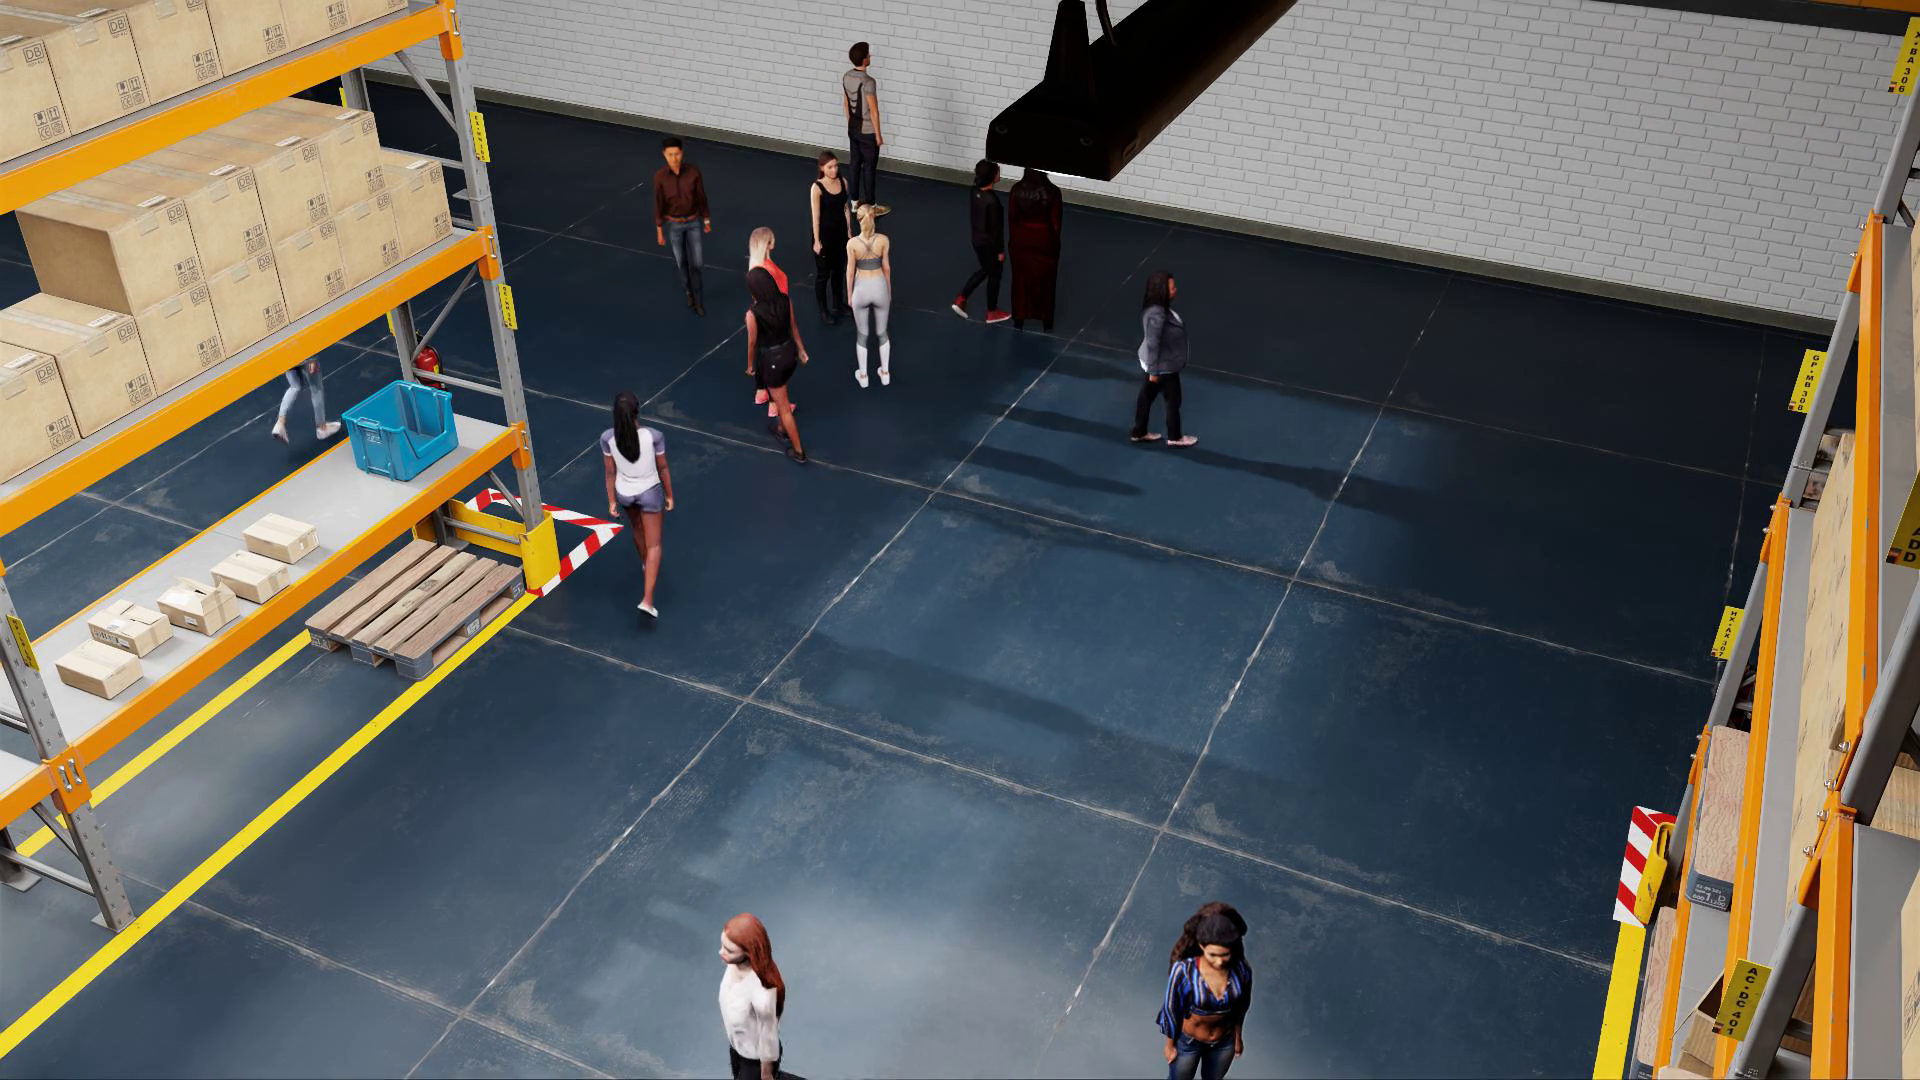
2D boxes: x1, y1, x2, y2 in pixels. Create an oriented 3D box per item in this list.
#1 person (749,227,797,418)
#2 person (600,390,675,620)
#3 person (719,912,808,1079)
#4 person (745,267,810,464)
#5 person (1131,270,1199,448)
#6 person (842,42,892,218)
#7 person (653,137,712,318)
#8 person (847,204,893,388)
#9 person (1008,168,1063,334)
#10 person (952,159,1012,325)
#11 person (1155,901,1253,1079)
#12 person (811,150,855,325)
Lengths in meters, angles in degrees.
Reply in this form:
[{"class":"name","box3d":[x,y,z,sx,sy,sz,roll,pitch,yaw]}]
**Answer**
[{"class":"person","box3d":[-1.661,-1.890,14.346,0.705,1.691,0.671,-17,37,-24]},{"class":"person","box3d":[-2.296,-0.240,11.863,0.953,1.692,1.238,0,34,0]},{"class":"person","box3d":[-0.894,2.395,7.851,1.027,1.744,0.930,-15,37,-22]},{"class":"person","box3d":[-1.434,-1.380,13.565,0.893,1.706,0.886,-27,42,-35]},{"class":"person","box3d":[1.584,-1.487,13.837,0.931,1.583,0.882,-3,34,-4]},{"class":"person","box3d":[-1.048,-4.448,18.008,0.719,1.896,0.675,28,43,35]},{"class":"person","box3d":[-2.681,-3.076,16.069,0.921,1.758,0.994,-6,34,-9]},{"class":"person","box3d":[-0.788,-2.167,14.752,0.639,1.702,0.672,-4,34,-6]},{"class":"person","box3d":[0.702,-2.784,15.631,0.736,1.756,0.720,3,34,5]},{"class":"person","box3d":[0.201,-2.786,15.717,0.962,1.665,0.858,-18,37,-24]},{"class":"person","box3d":[1.168,2.381,7.989,0.695,1.615,0.723,-5,34,-8]},{"class":"person","box3d":[-1.233,-2.907,15.879,0.613,1.688,0.727,-29,43,-36]}]
